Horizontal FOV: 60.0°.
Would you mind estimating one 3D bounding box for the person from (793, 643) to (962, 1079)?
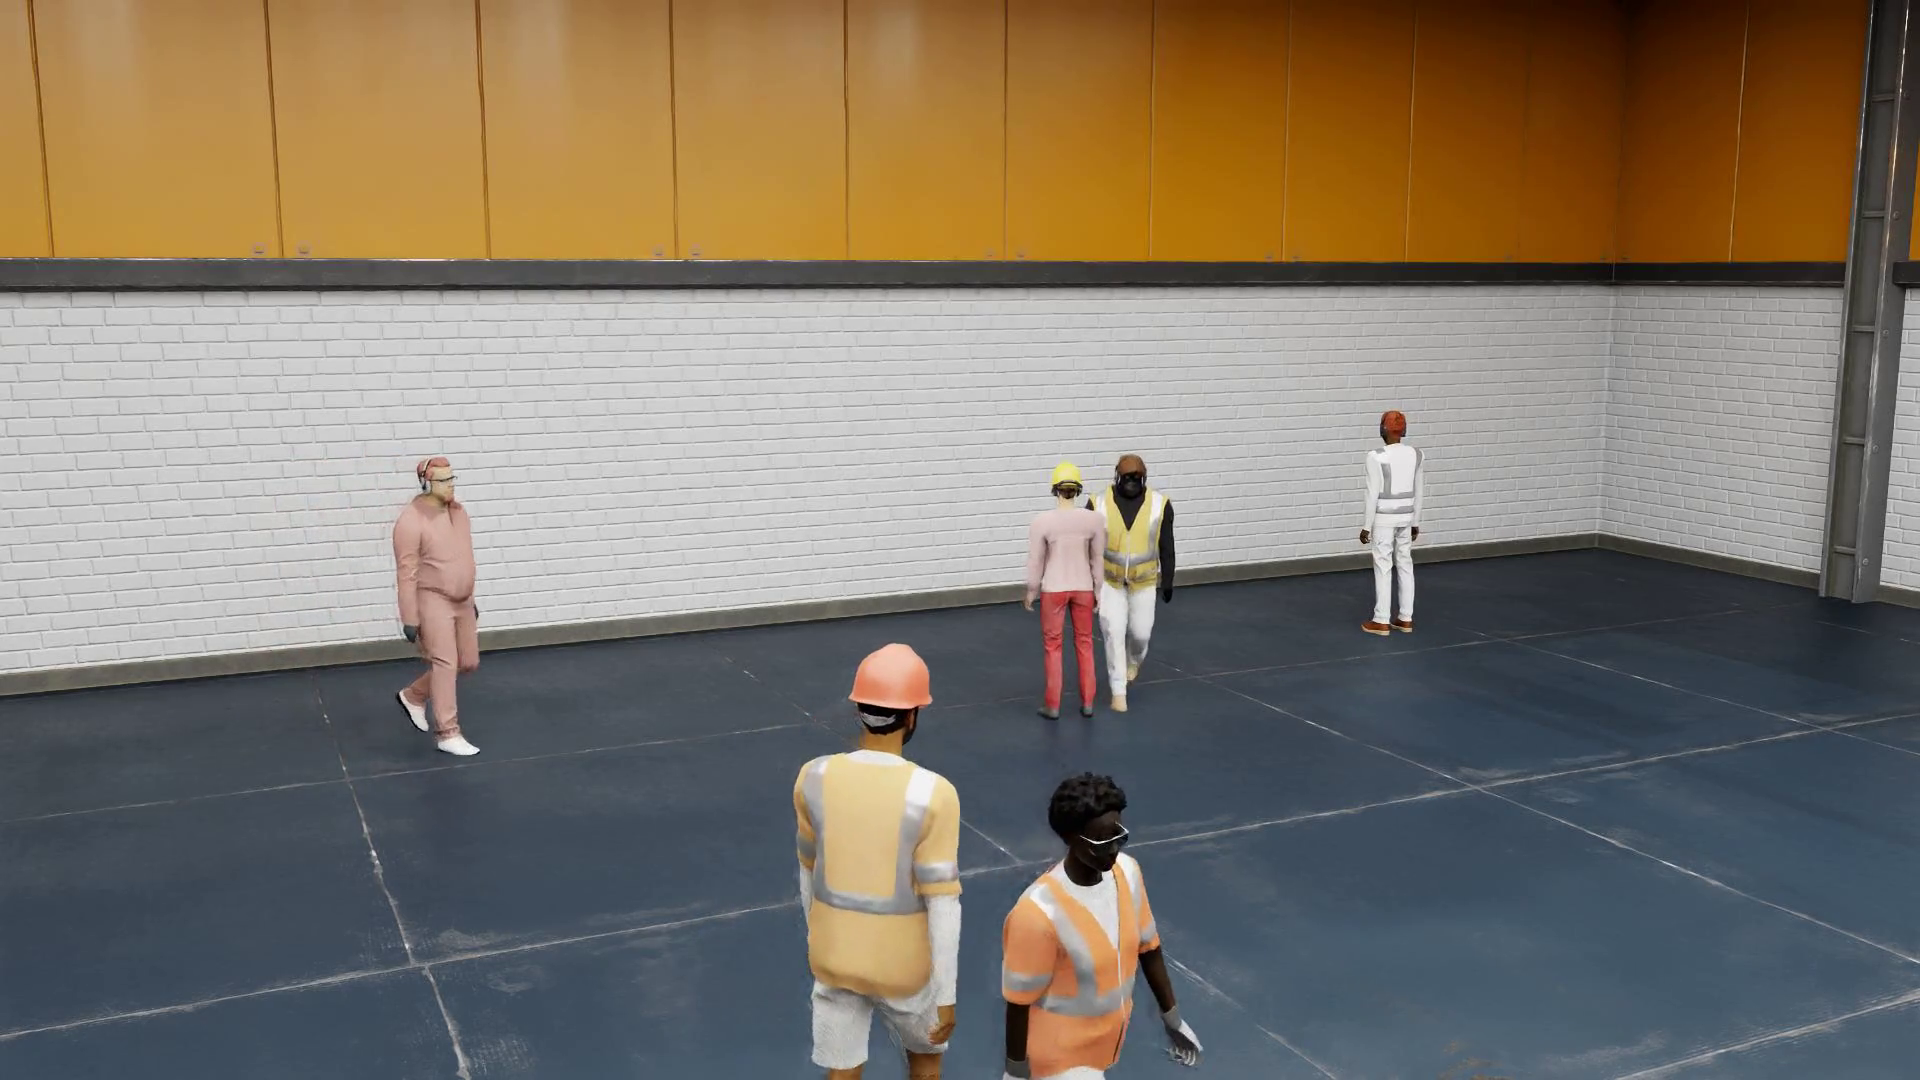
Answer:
[{"bbox_3d":[-0.239,1.267,5.114,0.575,1.911,0.629,3,10,18],"label":"person"}]

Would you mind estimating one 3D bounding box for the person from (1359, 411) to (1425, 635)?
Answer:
[{"bbox_3d":[3.615,-0.143,13.941,0.579,1.882,0.342,-4,10,-23],"label":"person"}]

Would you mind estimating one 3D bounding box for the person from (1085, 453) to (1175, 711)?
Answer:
[{"bbox_3d":[1.184,0.262,11.709,0.637,1.811,0.660,1,9,3],"label":"person"}]

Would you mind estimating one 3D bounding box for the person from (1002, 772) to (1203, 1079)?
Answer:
[{"bbox_3d":[0.407,1.459,4.720,0.878,1.645,0.551,6,11,34],"label":"person"}]

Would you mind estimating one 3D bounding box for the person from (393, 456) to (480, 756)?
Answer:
[{"bbox_3d":[-3.328,0.407,10.490,0.598,1.895,0.647,3,10,16],"label":"person"}]

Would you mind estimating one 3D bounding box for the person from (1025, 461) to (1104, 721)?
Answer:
[{"bbox_3d":[0.715,0.346,11.279,0.528,1.768,0.320,-2,9,-13],"label":"person"}]
